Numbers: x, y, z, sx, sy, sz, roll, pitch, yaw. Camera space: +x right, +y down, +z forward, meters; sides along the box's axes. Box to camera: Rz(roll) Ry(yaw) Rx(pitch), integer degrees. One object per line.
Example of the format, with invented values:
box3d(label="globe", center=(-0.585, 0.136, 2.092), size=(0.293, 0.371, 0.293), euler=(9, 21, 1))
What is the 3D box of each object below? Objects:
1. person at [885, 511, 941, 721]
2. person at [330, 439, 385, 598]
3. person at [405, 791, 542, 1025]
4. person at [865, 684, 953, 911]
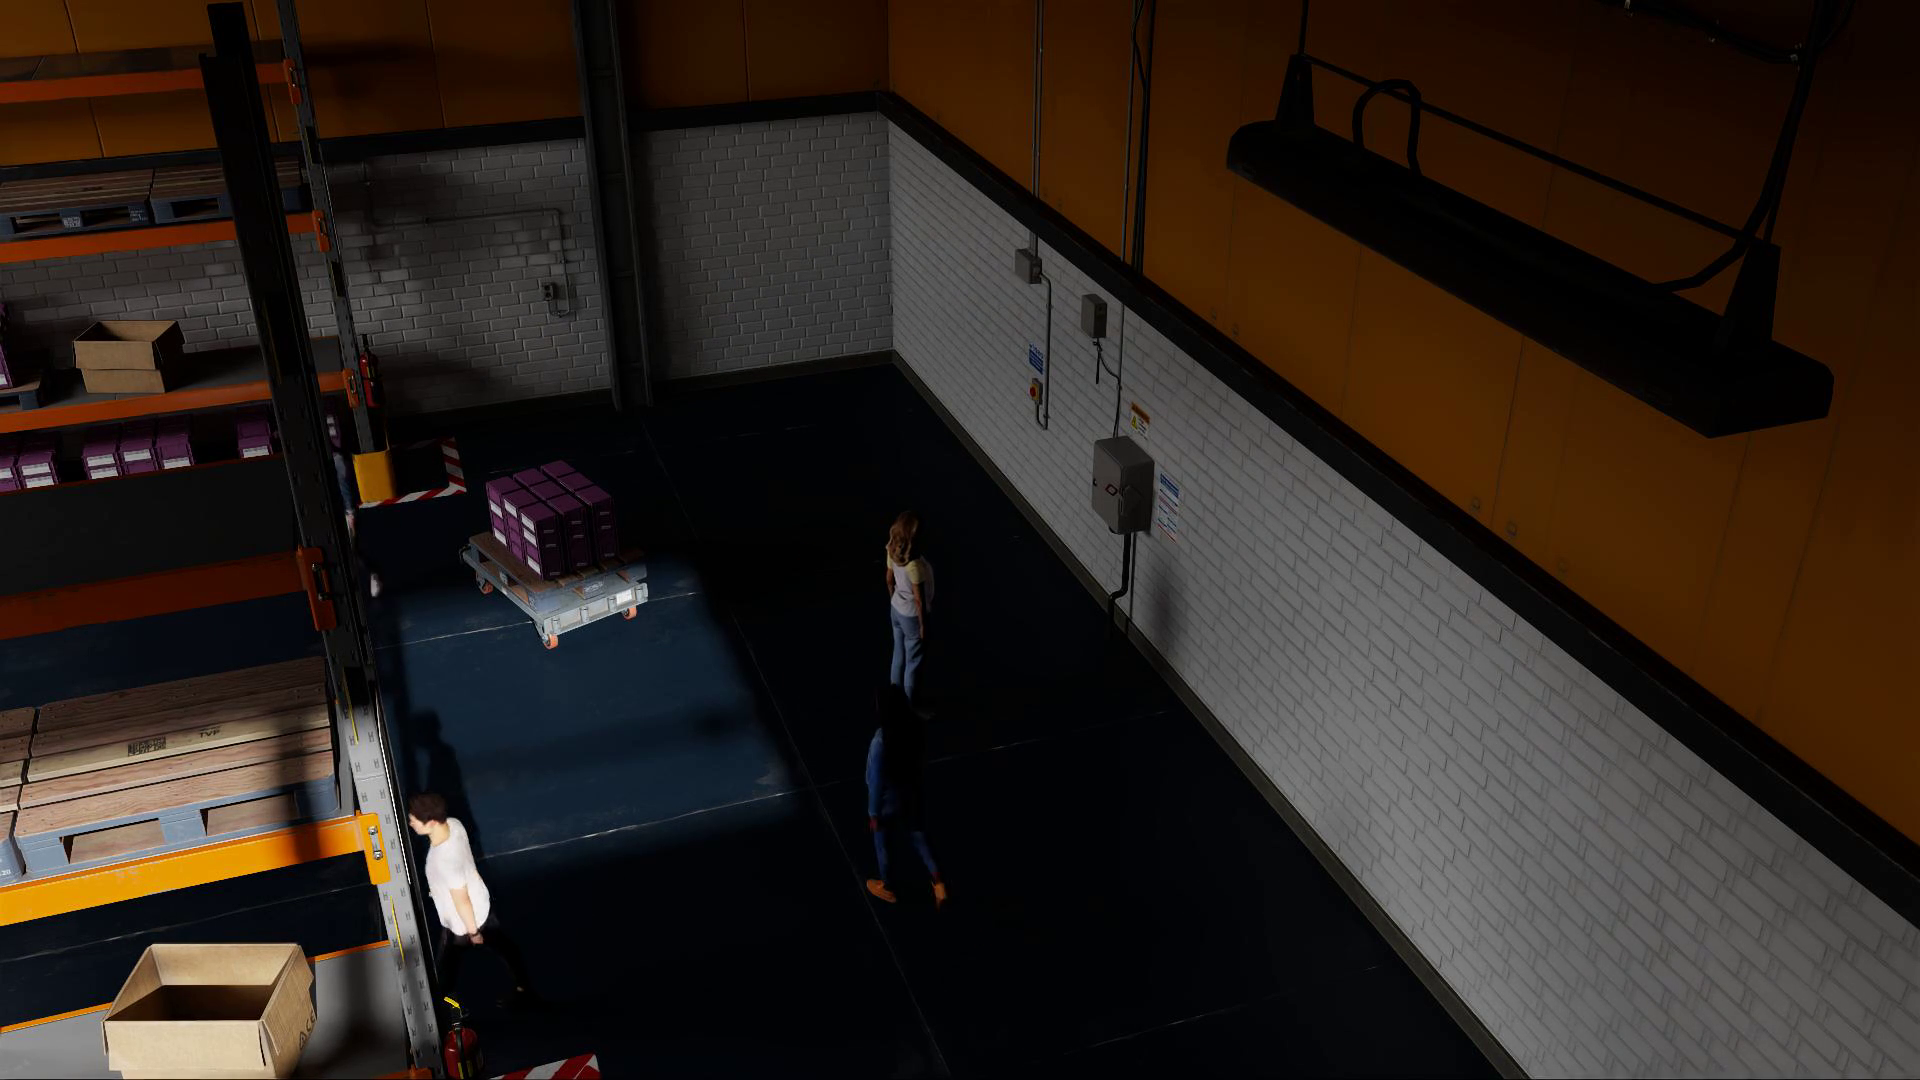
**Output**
box3d(label="person", center=(-0.376, 0.562, 12.301), size=(0.626, 1.726, 0.679), euler=(-18, 33, -29))
box3d(label="person", center=(-5.119, -0.233, 13.793), size=(0.888, 1.693, 0.948), euler=(13, 31, 22))
box3d(label="person", center=(-2.756, 2.108, 9.519), size=(1.134, 1.677, 0.841), euler=(-2, 29, -4))
box3d(label="person", center=(-0.324, 1.649, 10.338), size=(0.942, 1.697, 0.989), euler=(24, 37, 37))
